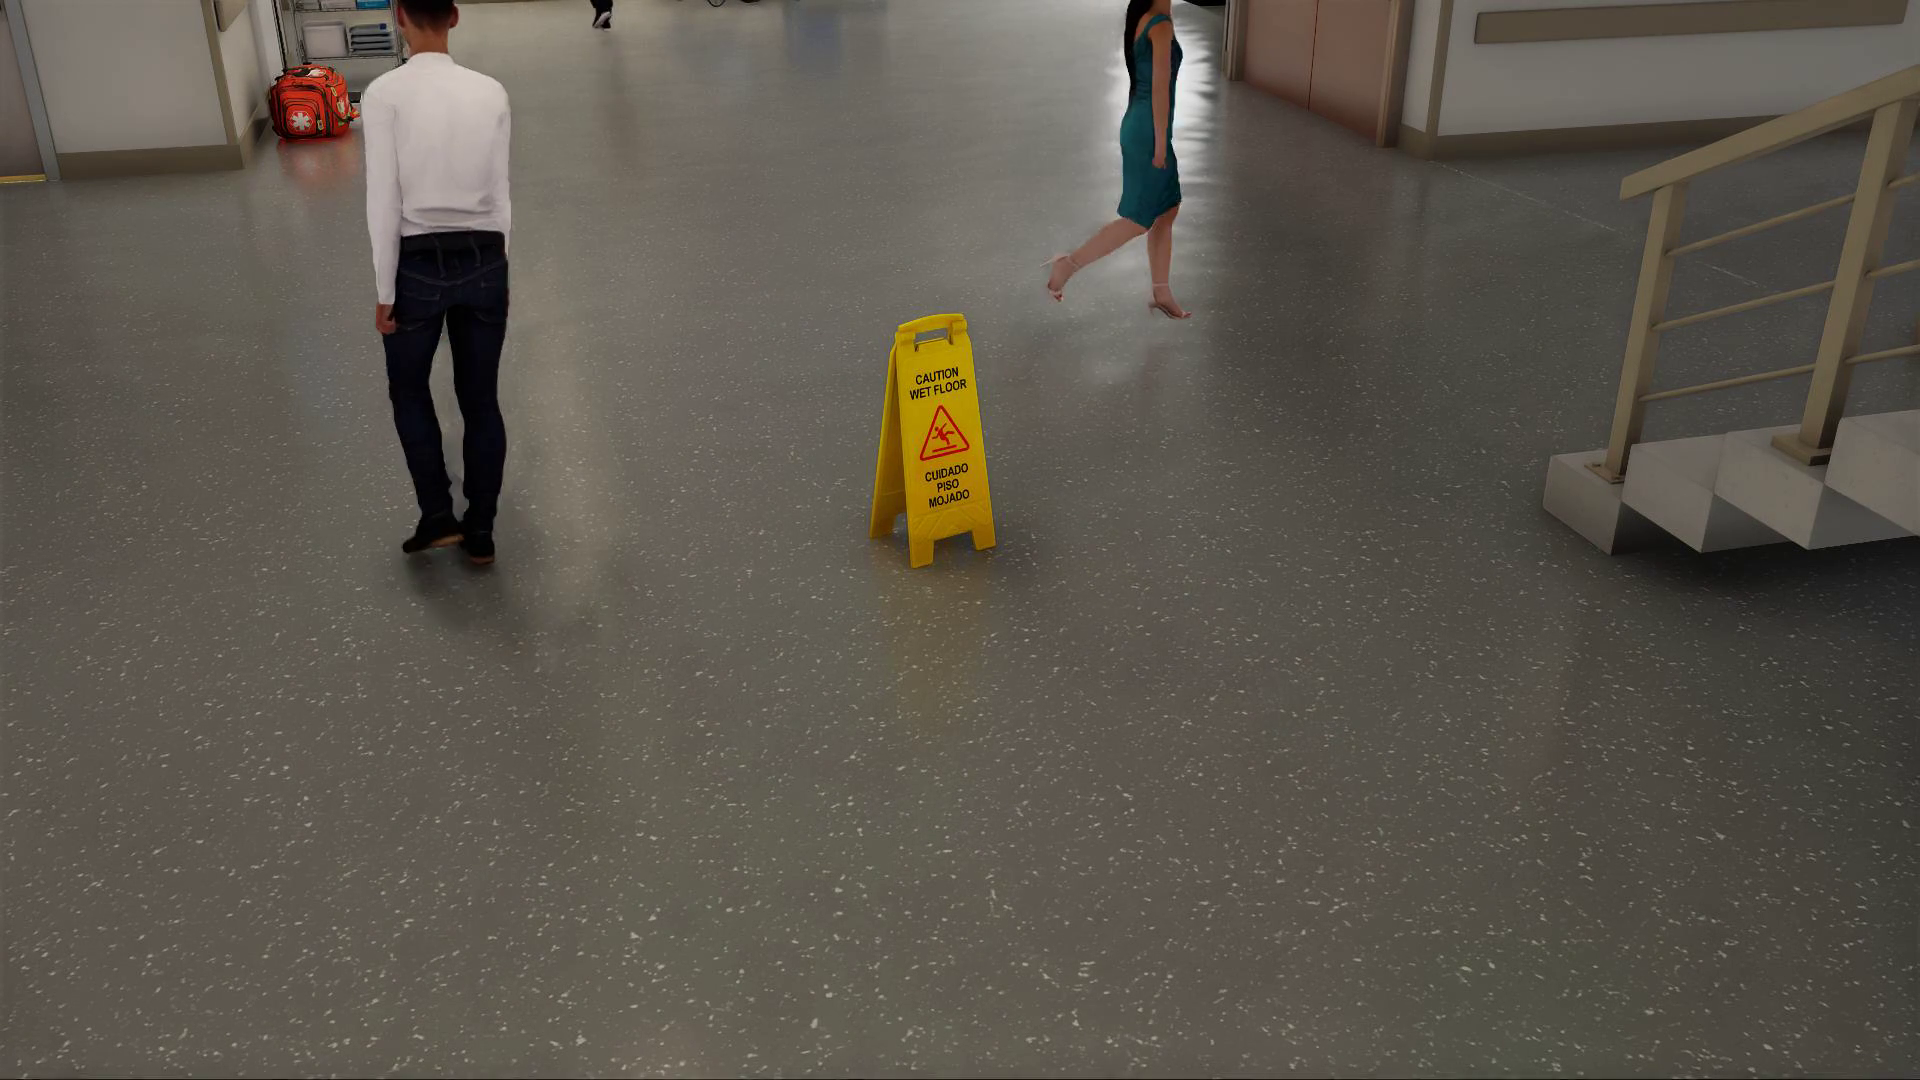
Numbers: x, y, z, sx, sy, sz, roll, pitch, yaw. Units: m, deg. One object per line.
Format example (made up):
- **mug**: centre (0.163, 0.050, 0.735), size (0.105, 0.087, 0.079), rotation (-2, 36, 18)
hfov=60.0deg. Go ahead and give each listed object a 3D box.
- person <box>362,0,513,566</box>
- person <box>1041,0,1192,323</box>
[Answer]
- **person**: centre (-1.527, -0.779, 5.090), size (0.775, 1.837, 0.788), rotation (-20, 32, -35)
- **person**: centre (0.736, -1.721, 7.242), size (0.764, 1.665, 0.913), rotation (-1, 26, -3)
